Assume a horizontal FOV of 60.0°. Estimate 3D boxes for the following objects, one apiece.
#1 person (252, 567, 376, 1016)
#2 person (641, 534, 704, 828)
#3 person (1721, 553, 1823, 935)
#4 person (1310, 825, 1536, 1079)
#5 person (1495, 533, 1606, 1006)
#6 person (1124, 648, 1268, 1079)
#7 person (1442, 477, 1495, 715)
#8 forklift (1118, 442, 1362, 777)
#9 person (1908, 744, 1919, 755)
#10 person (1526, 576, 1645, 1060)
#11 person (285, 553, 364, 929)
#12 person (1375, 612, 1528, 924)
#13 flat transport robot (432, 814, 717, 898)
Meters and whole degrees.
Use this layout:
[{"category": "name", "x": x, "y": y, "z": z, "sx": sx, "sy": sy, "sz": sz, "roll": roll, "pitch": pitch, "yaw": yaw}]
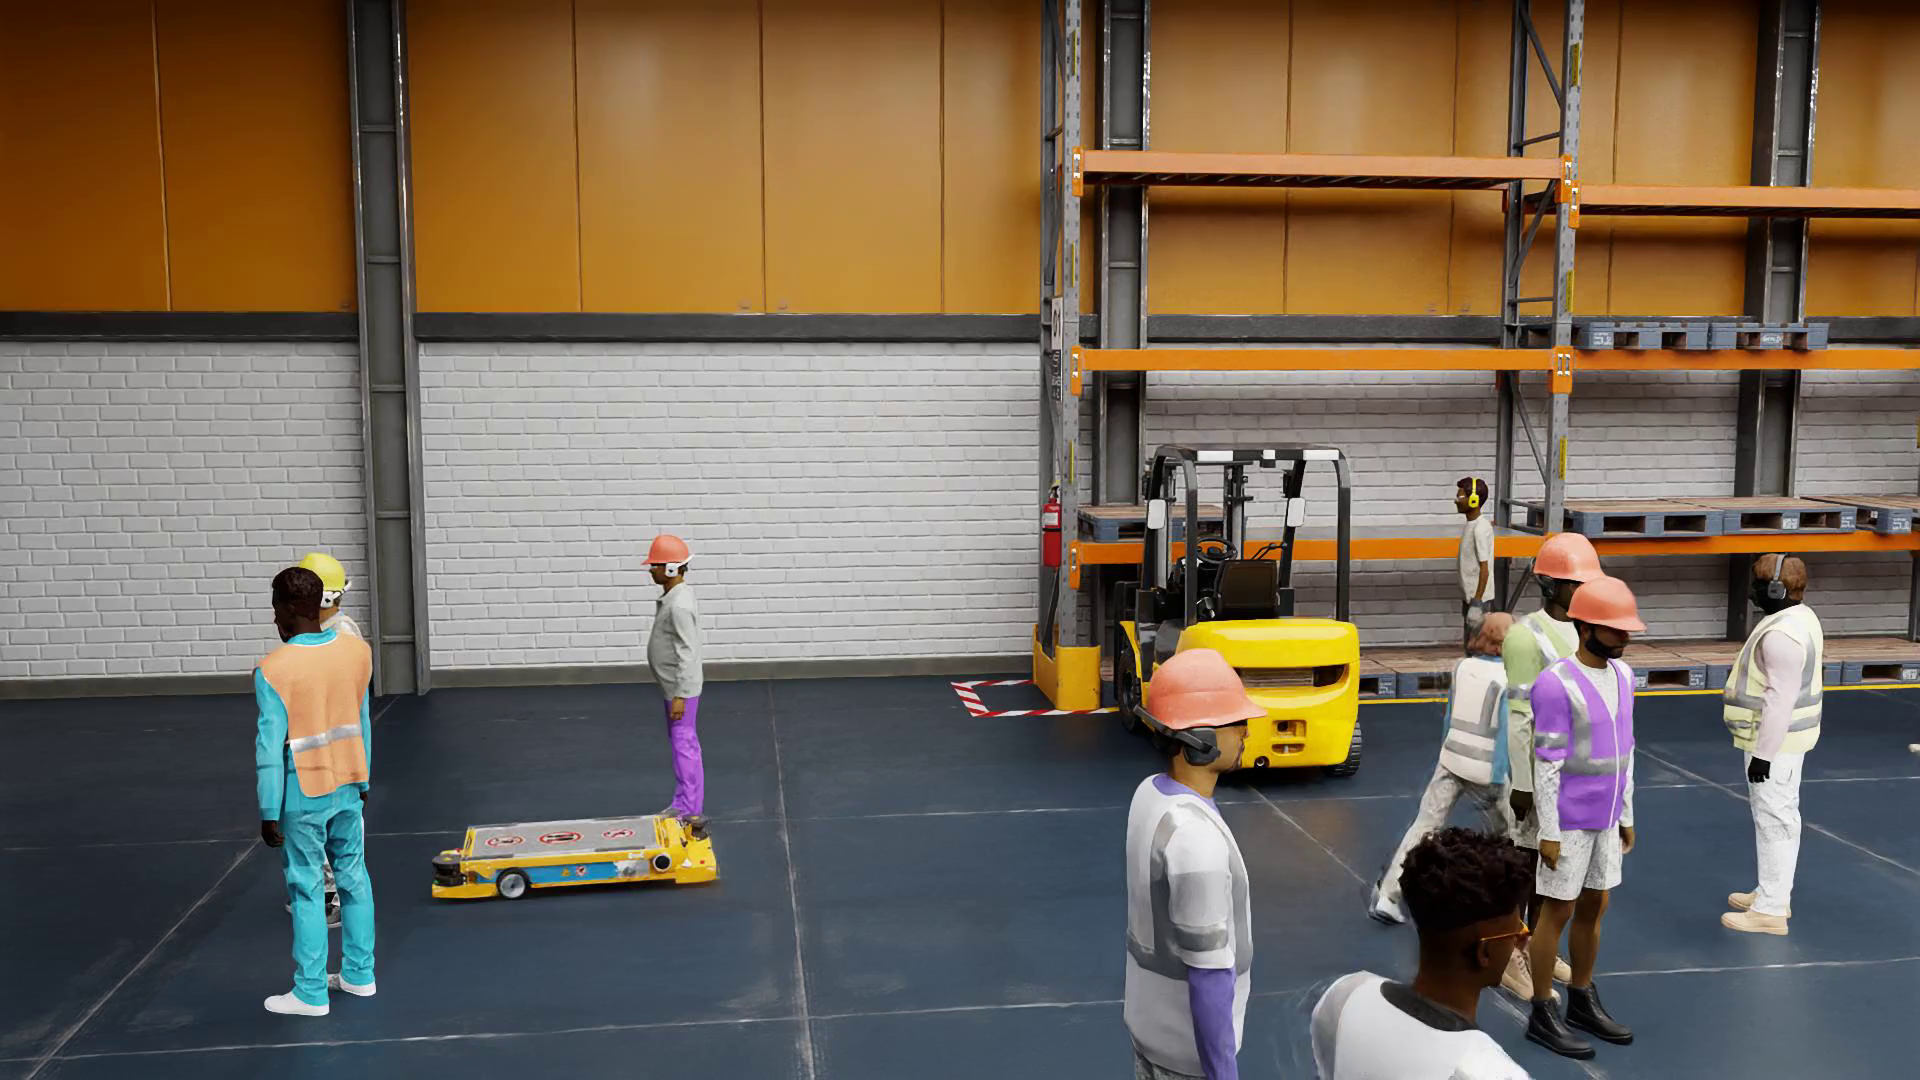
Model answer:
[{"category": "person", "x": -2.734, "y": 1.064, "z": 7.085, "sx": 0.397, "sy": 1.911, "sz": 0.587, "roll": 3, "pitch": 7, "yaw": 26}, {"category": "person", "x": -1.676, "y": 0.839, "z": 9.720, "sx": 0.341, "sy": 1.752, "sz": 0.563, "roll": -2, "pitch": 7, "yaw": -15}, {"category": "person", "x": 3.941, "y": 0.981, "z": 8.096, "sx": 0.429, "sy": 1.845, "sz": 0.621, "roll": 4, "pitch": 8, "yaw": 33}, {"category": "person", "x": 0.840, "y": 1.496, "z": 3.213, "sx": 0.919, "sy": 1.942, "sz": 0.609, "roll": -4, "pitch": 7, "yaw": -28}, {"category": "person", "x": 2.593, "y": 0.981, "z": 7.222, "sx": 0.615, "sy": 2.040, "sz": 0.391, "roll": -6, "pitch": 9, "yaw": -43}, {"category": "person", "x": 0.623, "y": 1.300, "z": 4.408, "sx": 0.365, "sy": 2.048, "sz": 0.608, "roll": -1, "pitch": 7, "yaw": -8}, {"category": "person", "x": 3.853, "y": 0.460, "z": 12.534, "sx": 0.334, "sy": 1.873, "sz": 0.517, "roll": 1, "pitch": 7, "yaw": 11}, {"category": "forklift", "x": 1.912, "y": 0.418, "z": 11.496, "sx": 1.214, "sy": 2.155, "sz": 2.313, "roll": -1, "pitch": 7, "yaw": -8}, {"category": "person", "x": 7.172, "y": 0.529, "z": 11.442, "sx": 1.016, "sy": 1.998, "sz": 0.611, "roll": 1, "pitch": 7, "yaw": 13}, {"category": "person", "x": 2.527, "y": 1.100, "z": 6.673, "sx": 0.544, "sy": 1.930, "sz": 0.387, "roll": -4, "pitch": 8, "yaw": -32}, {"category": "person", "x": -3.133, "y": 0.974, "z": 8.180, "sx": 0.403, "sy": 1.837, "sz": 0.590, "roll": -5, "pitch": 8, "yaw": -38}, {"category": "person", "x": 2.471, "y": 1.119, "z": 8.129, "sx": 1.006, "sy": 1.559, "sz": 0.530, "roll": -3, "pitch": 7, "yaw": -24}, {"category": "flat transport robot", "x": -2.043, "y": 1.672, "z": 8.862, "sx": 1.431, "sy": 0.197, "sz": 0.652, "roll": -2, "pitch": 7, "yaw": -13}]
